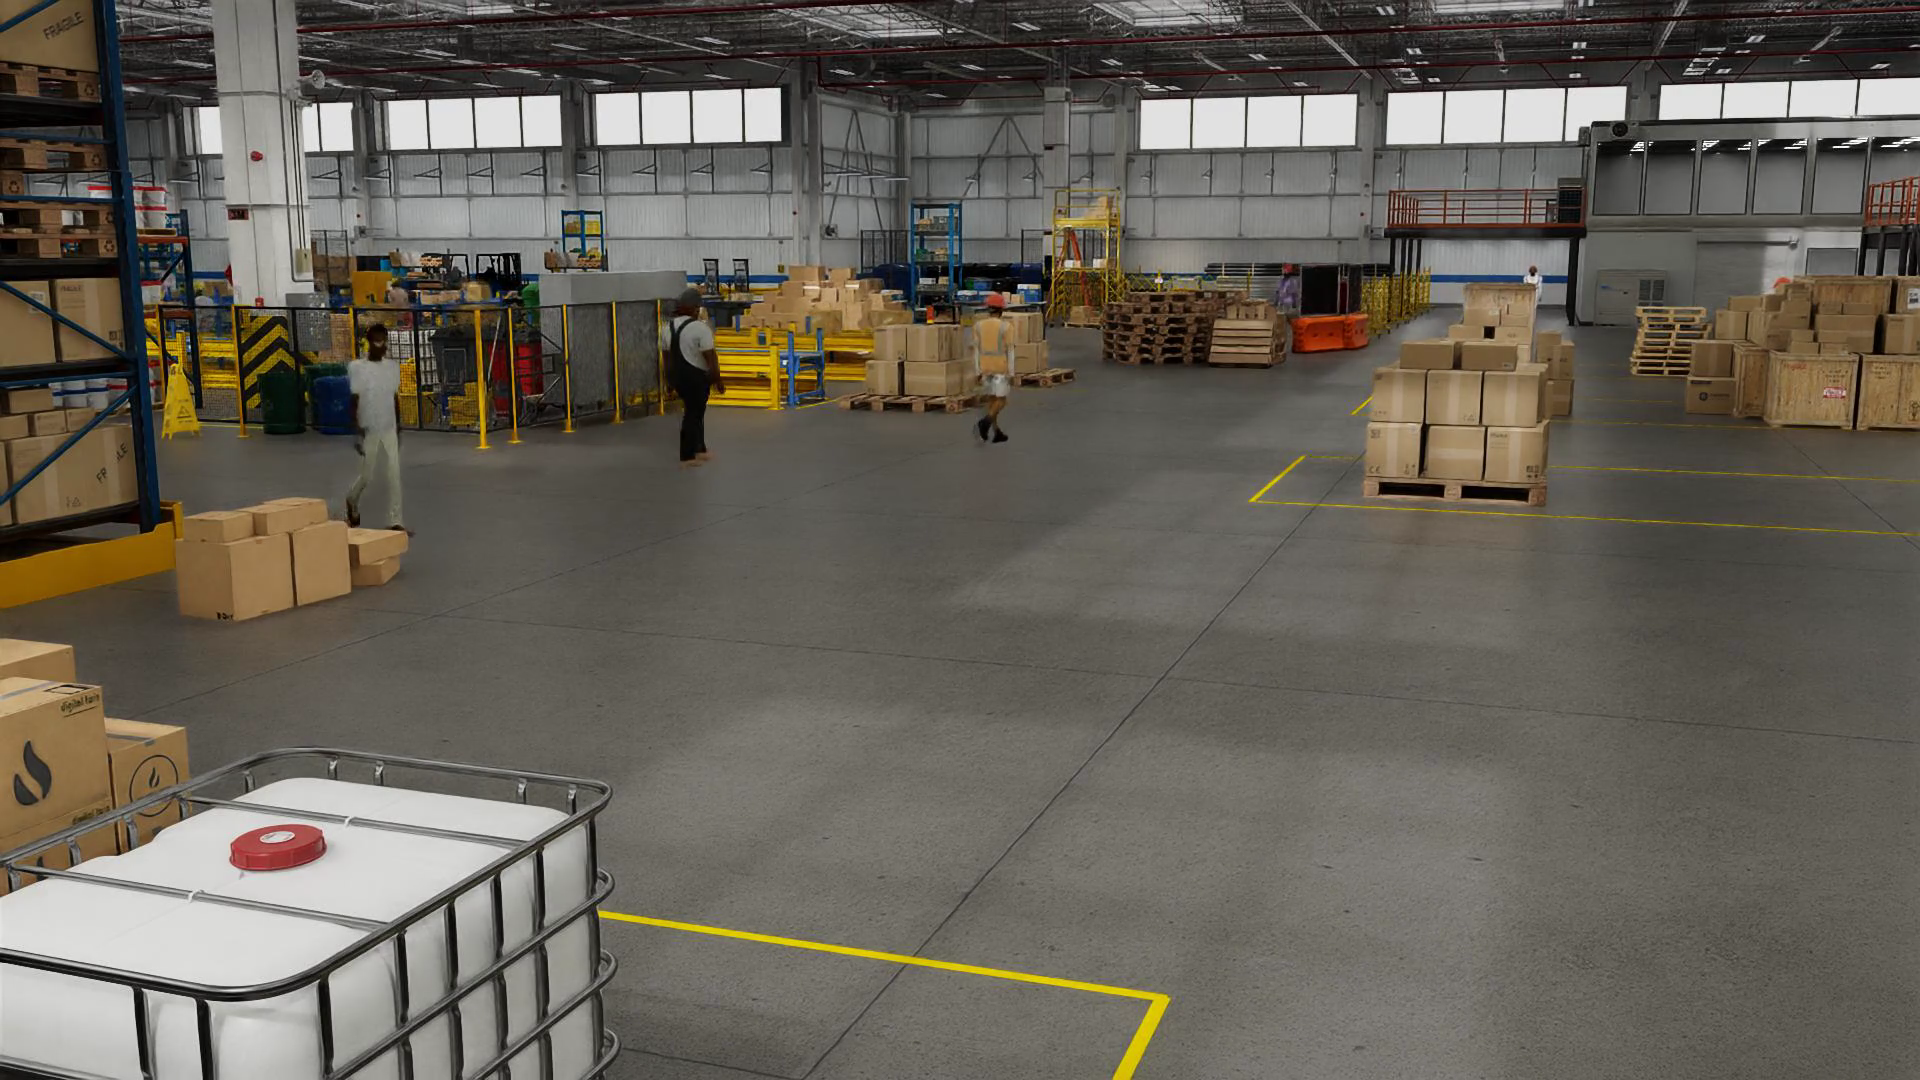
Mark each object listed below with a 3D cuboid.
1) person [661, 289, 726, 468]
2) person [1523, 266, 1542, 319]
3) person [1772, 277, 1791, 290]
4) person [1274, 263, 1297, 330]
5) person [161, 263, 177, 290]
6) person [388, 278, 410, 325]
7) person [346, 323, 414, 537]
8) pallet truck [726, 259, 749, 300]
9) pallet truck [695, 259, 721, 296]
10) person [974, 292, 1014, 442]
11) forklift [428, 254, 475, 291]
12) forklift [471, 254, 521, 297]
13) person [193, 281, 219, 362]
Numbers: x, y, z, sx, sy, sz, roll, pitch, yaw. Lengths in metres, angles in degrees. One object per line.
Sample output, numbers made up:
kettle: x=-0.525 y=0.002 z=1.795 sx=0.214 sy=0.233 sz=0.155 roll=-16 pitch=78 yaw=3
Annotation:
person: x=-2.932 y=-1.845 z=18.829 sx=0.693 sy=2.000 sz=0.831 roll=10 pitch=14 yaw=44
person: x=17.670 y=-7.535 z=51.406 sx=0.591 sy=1.837 sz=0.946 roll=5 pitch=11 yaw=25
person: x=13.154 y=-3.208 z=26.662 sx=0.609 sy=1.985 sz=0.398 roll=-9 pitch=14 yaw=-42
person: x=8.758 y=-6.370 z=44.384 sx=0.827 sy=2.014 sz=0.629 roll=-6 pitch=12 yaw=-29
person: x=-26.816 y=-8.445 z=56.430 sx=0.664 sy=1.886 sz=0.663 roll=4 pitch=11 yaw=23
person: x=-13.429 y=-5.421 z=39.919 sx=0.940 sy=1.705 sz=0.571 roll=9 pitch=13 yaw=41
person: x=-5.063 y=-0.951 z=14.356 sx=0.770 sy=1.847 sz=0.523 roll=10 pitch=14 yaw=44
pallet truck: x=-7.986 y=-9.493 z=62.019 sx=0.823 sy=1.965 sz=1.885 roll=3 pitch=11 yaw=17
pallet truck: x=-9.165 y=-9.627 z=62.776 sx=0.823 sy=1.965 sz=1.885 roll=4 pitch=11 yaw=23
person: x=0.411 y=-2.156 z=20.920 sx=0.556 sy=1.920 sz=0.694 roll=6 pitch=12 yaw=29
forklift: x=-20.133 y=-10.254 z=65.465 sx=1.157 sy=1.987 sz=2.680 roll=3 pitch=11 yaw=19
forklift: x=-17.990 y=-10.121 z=64.684 sx=1.157 sy=1.987 sz=2.680 roll=3 pitch=11 yaw=17
person: x=-14.522 y=-4.061 z=31.929 sx=0.527 sy=1.814 sz=0.603 roll=4 pitch=11 yaw=21
